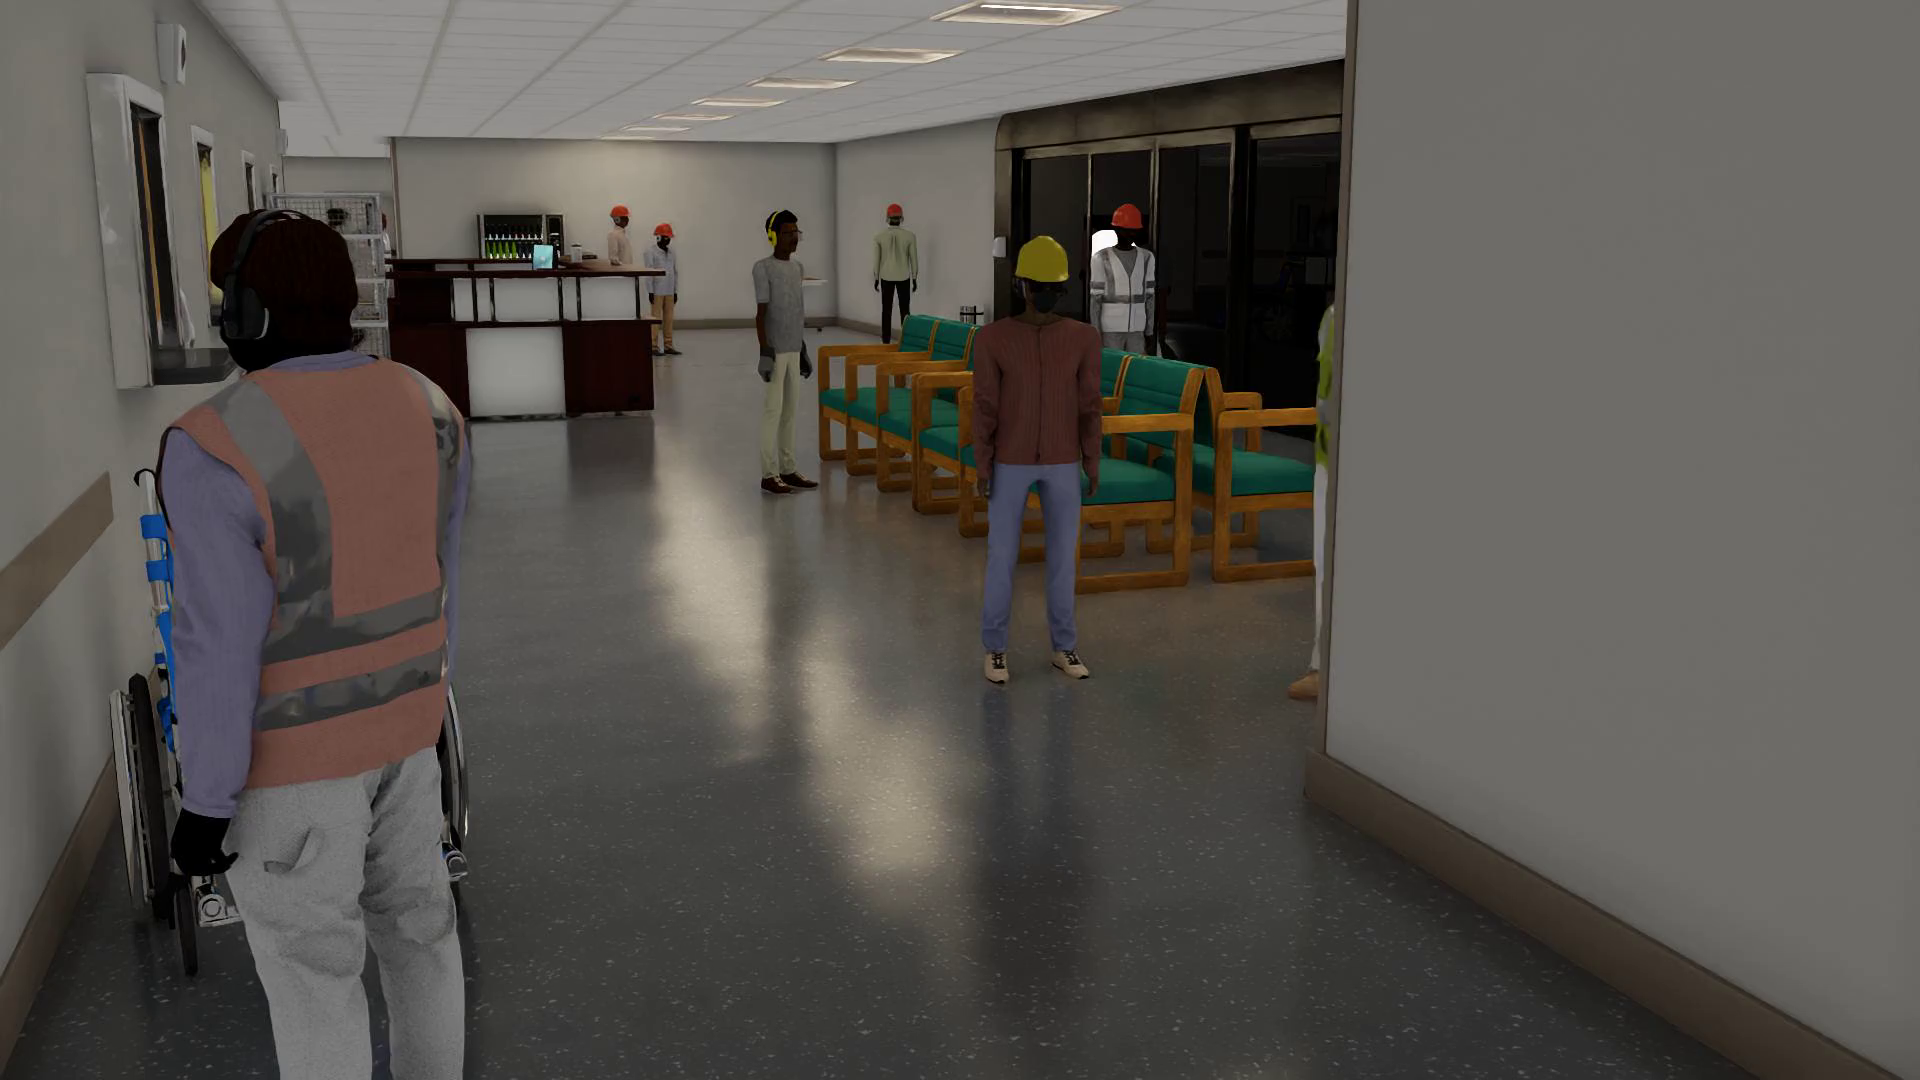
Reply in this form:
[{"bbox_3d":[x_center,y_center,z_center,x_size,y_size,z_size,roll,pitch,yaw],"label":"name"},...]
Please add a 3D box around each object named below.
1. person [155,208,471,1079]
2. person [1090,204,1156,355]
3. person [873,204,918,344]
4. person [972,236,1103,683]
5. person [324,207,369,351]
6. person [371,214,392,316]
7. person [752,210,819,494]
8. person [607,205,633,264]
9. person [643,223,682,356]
[{"bbox_3d":[-1.129,0.357,2.925,0.429,1.845,0.621,5,12,22],"label":"person"},{"bbox_3d":[1.311,-1.704,13.291,0.546,1.929,0.392,-3,12,-17],"label":"person"},{"bbox_3d":[-0.886,-3.615,22.909,0.622,1.993,0.387,0,11,0],"label":"person"},{"bbox_3d":[0.306,-0.301,6.527,0.522,1.758,0.349,-2,11,-10],"label":"person"},{"bbox_3d":[-8.311,-3.482,22.339,0.447,1.950,0.614,-3,11,-15],"label":"person"},{"bbox_3d":[-10.506,-4.990,30.251,0.341,1.882,0.586,1,11,5],"label":"person"},{"bbox_3d":[-1.166,-1.249,11.095,0.325,1.871,0.524,6,12,28],"label":"person"},{"bbox_3d":[-4.999,-3.936,24.557,0.378,1.995,0.609,0,11,2],"label":"person"},{"bbox_3d":[-3.901,-3.294,21.908,0.352,1.743,0.564,7,13,33],"label":"person"}]
